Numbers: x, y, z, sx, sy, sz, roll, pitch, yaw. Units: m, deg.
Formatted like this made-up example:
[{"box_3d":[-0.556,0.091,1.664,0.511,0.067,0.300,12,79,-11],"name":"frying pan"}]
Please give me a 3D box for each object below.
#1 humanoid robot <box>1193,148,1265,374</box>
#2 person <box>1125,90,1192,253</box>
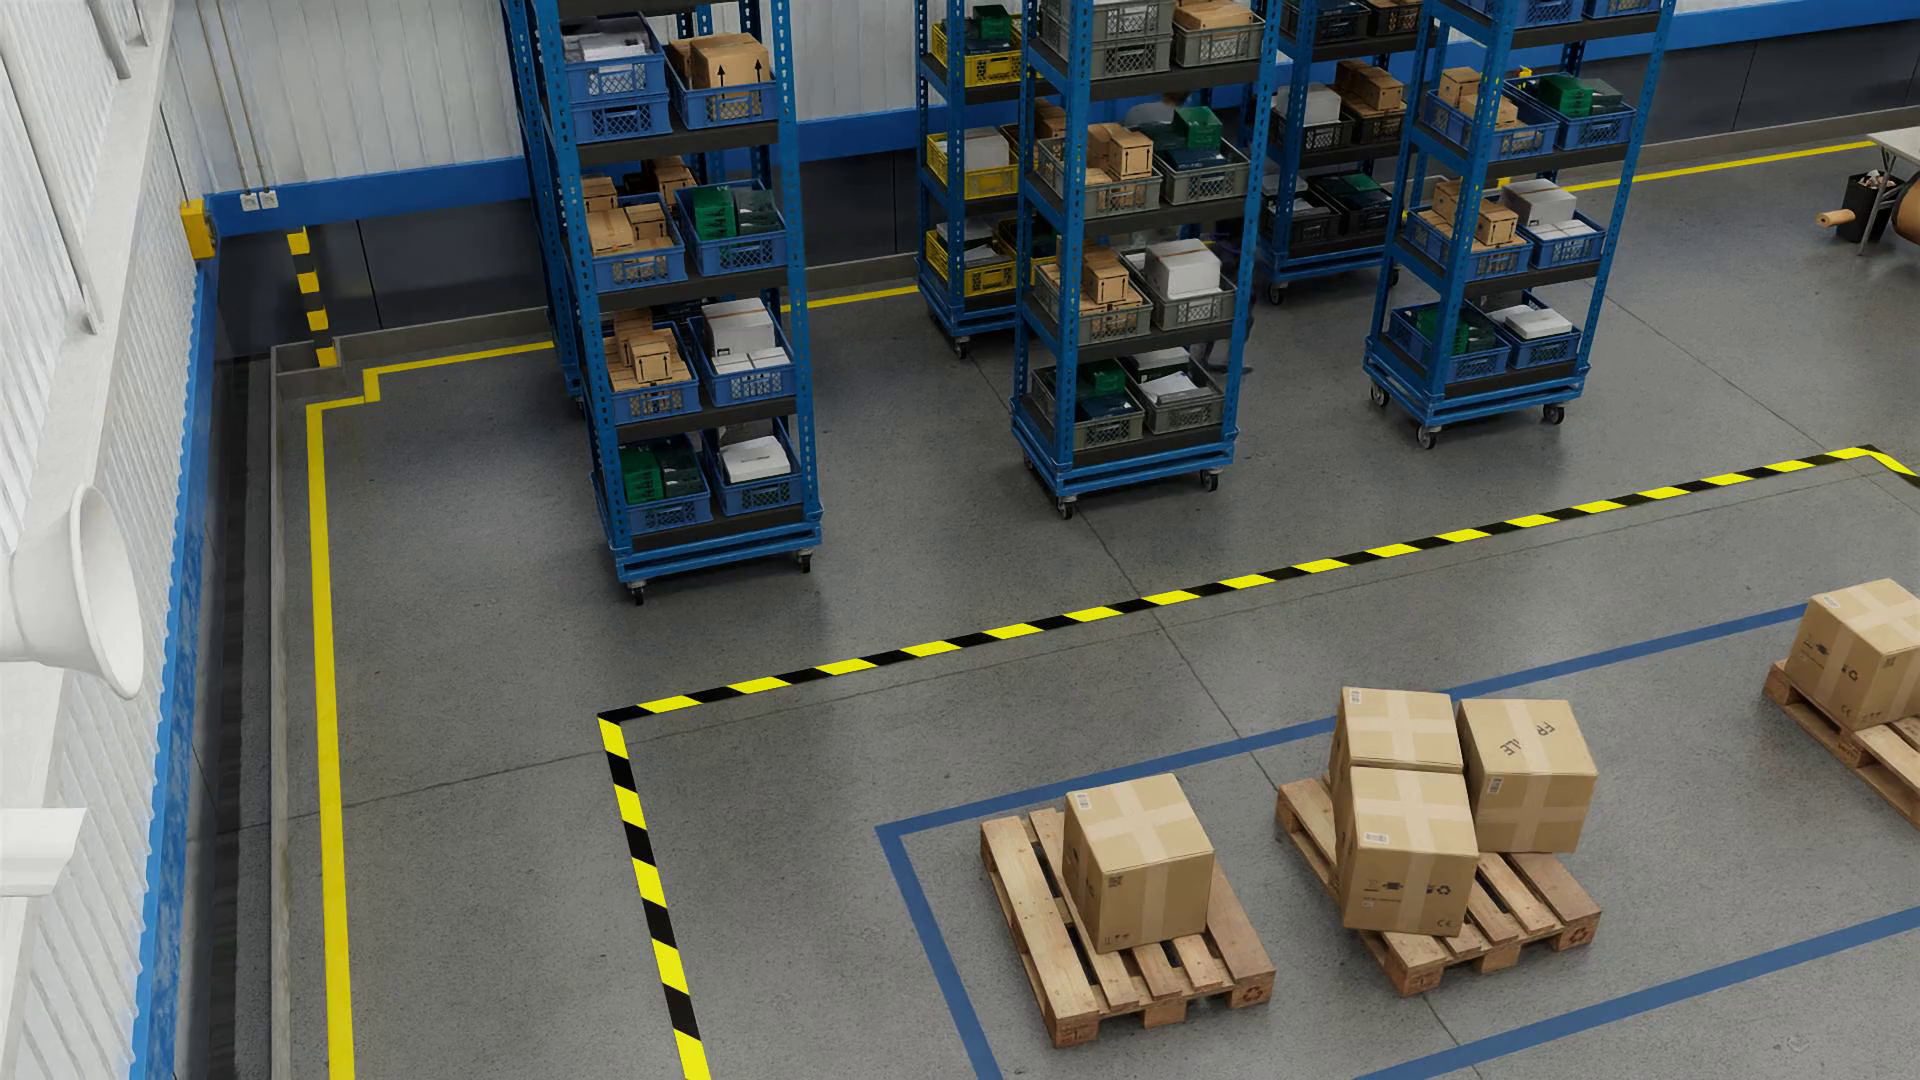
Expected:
[{"box_3d":[1.879,-1.912,11.551,0.453,1.645,0.600,-12,37,-17],"name":"humanoid robot"},{"box_3d":[1.451,-2.530,12.229,0.703,1.915,0.650,16,38,22],"name":"person"}]
